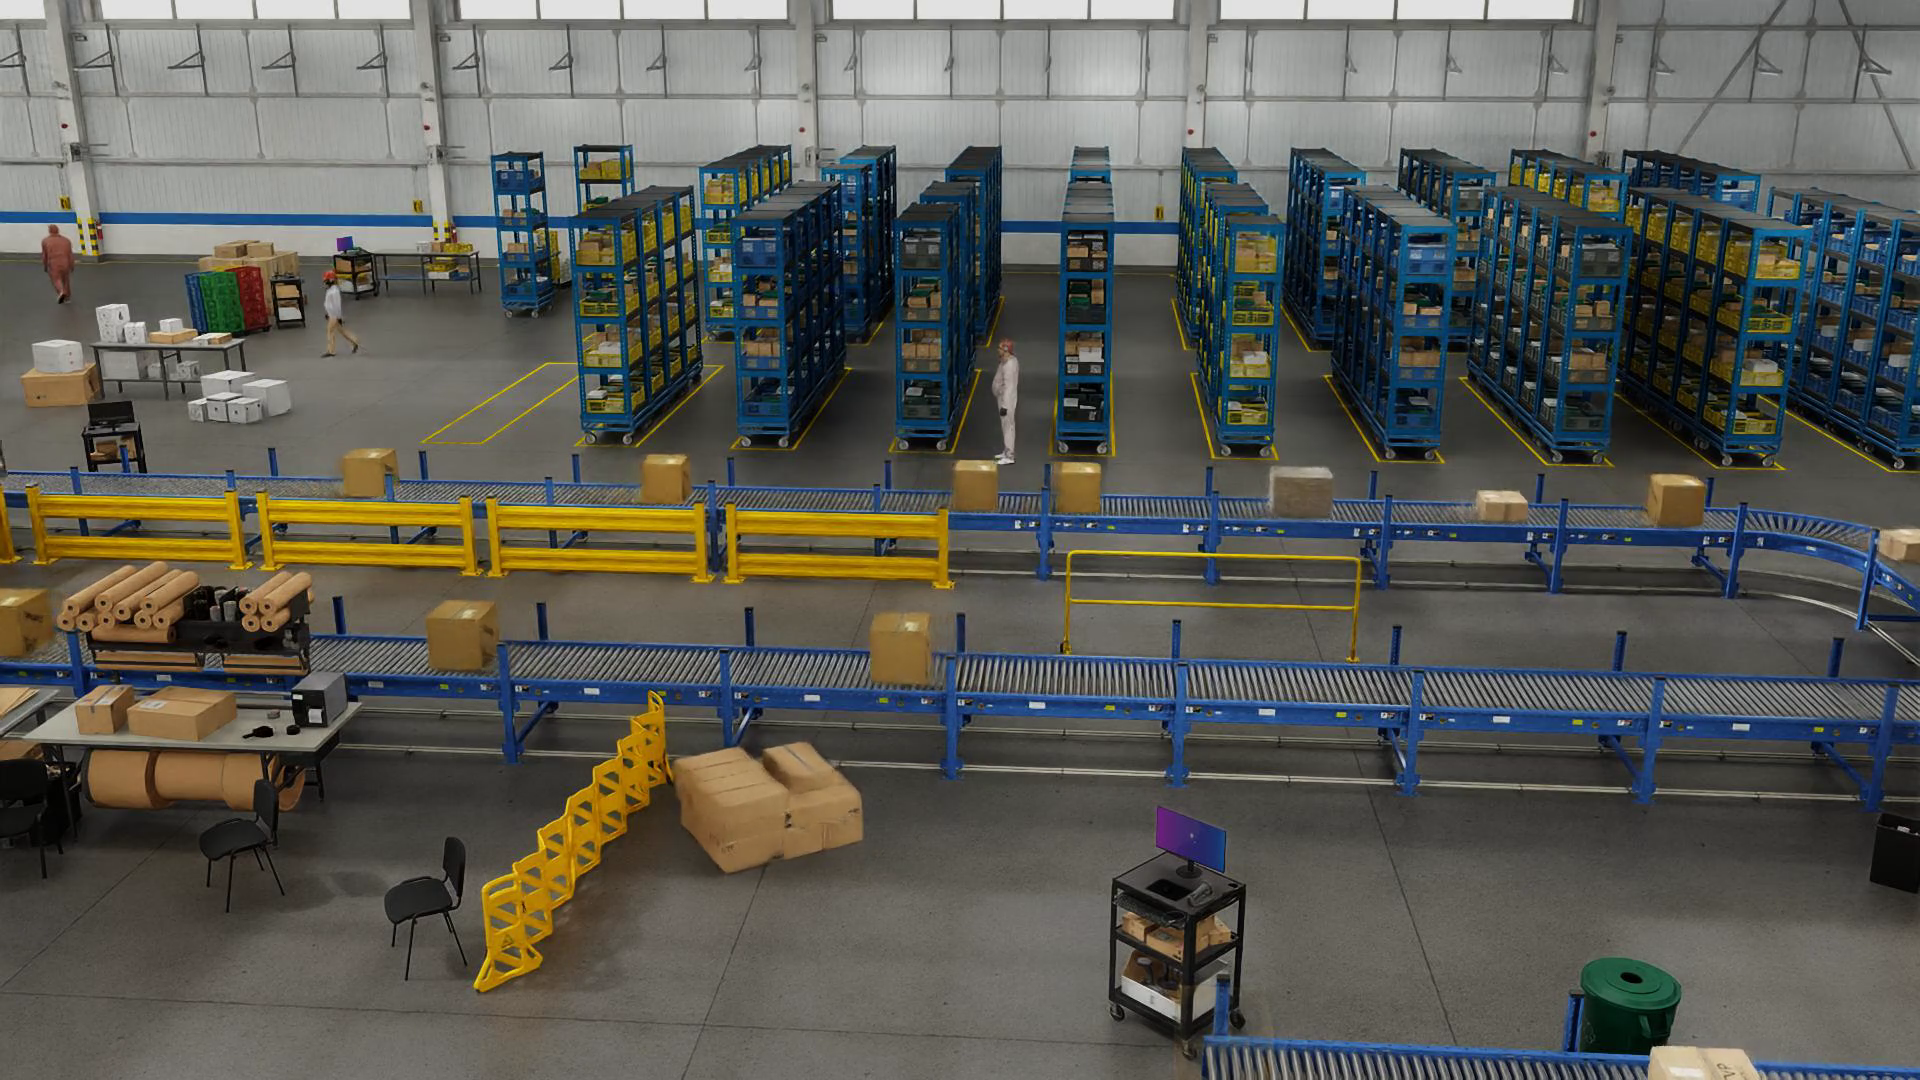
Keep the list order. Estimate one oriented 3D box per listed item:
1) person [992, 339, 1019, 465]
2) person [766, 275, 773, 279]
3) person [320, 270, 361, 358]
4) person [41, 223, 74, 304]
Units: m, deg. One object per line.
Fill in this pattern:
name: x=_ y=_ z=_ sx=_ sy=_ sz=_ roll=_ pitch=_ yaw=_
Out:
person: x=0.682 y=-2.092 z=25.079 sx=0.409 sy=1.909 sz=0.640 roll=1 pitch=18 yaw=4
person: x=-3.549 y=-4.312 z=32.280 sx=0.835 sy=1.815 sz=0.574 roll=-4 pitch=18 yaw=-12
person: x=-12.388 y=-4.517 z=33.058 sx=0.775 sy=1.728 sz=0.561 roll=-9 pitch=20 yaw=-26
person: x=-21.095 y=-6.452 z=38.947 sx=0.660 sy=1.895 sz=0.540 roll=-15 pitch=23 yaw=-39
